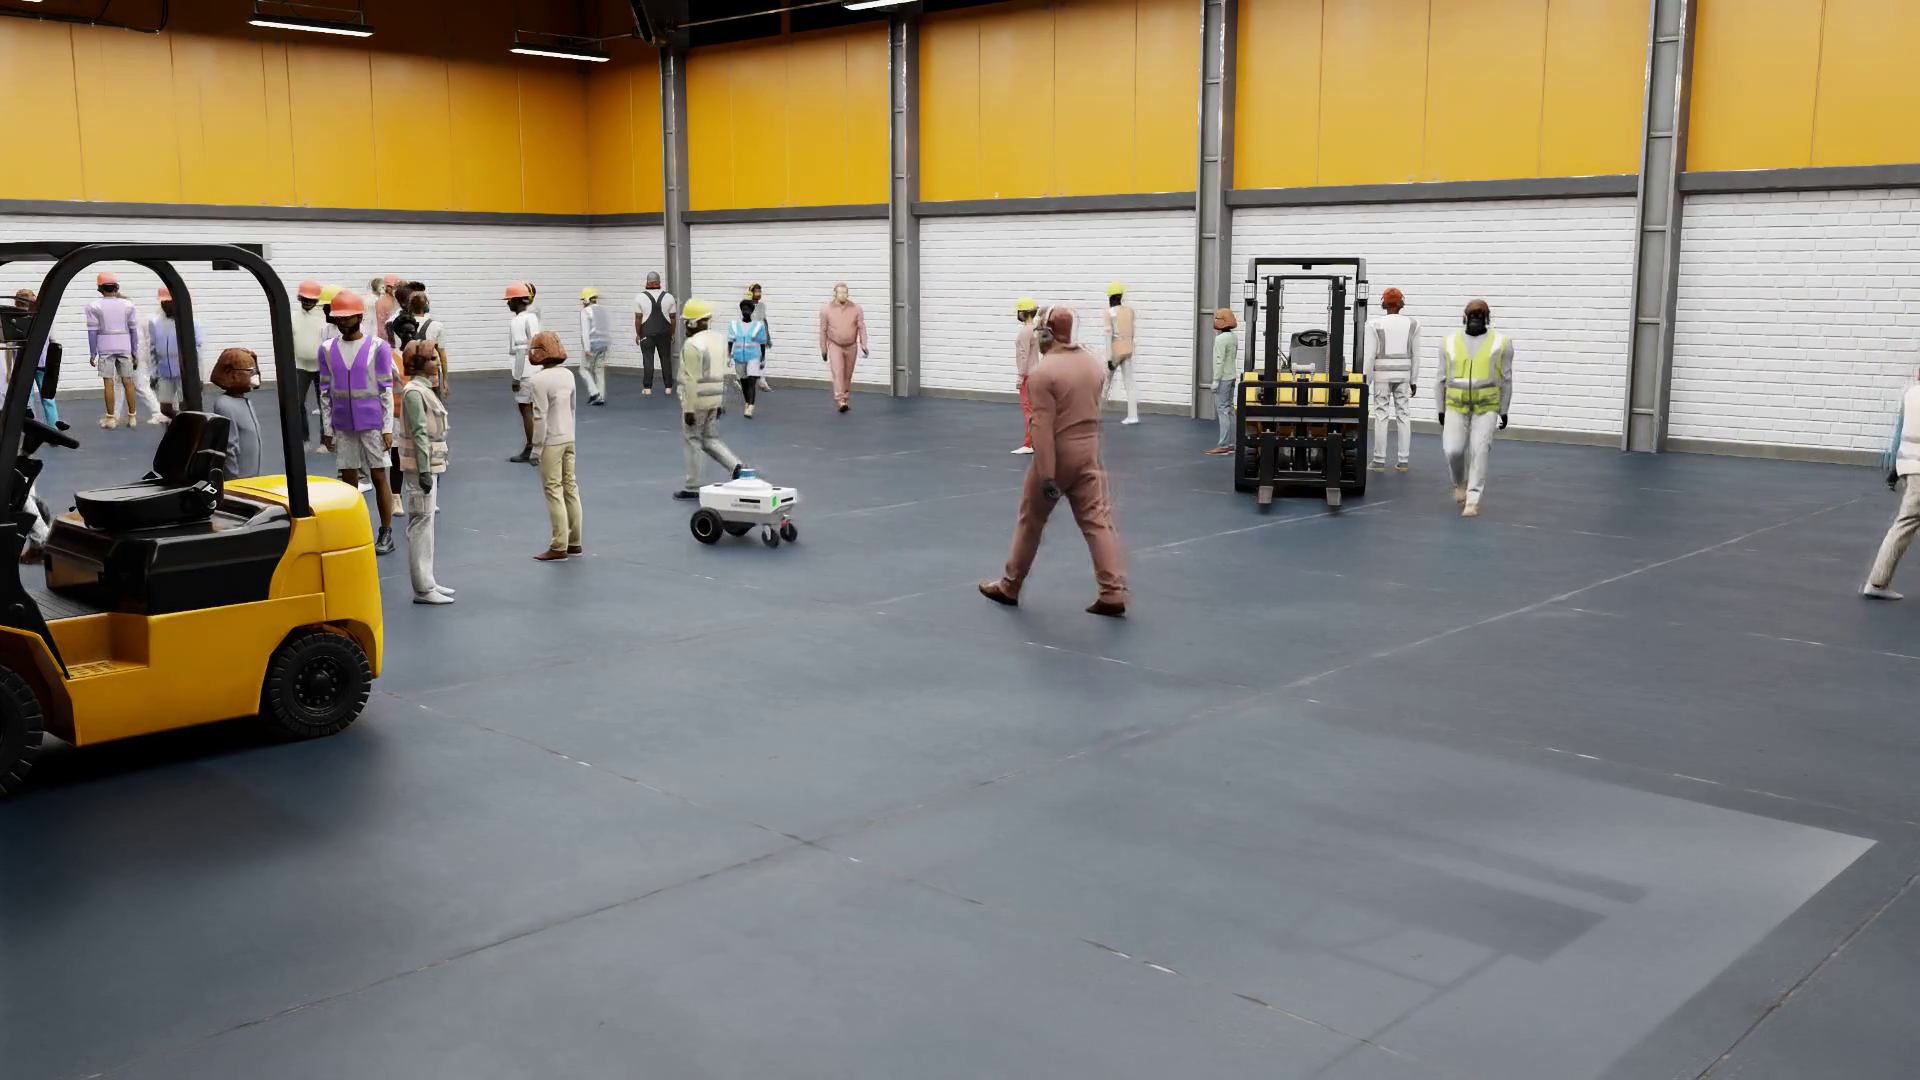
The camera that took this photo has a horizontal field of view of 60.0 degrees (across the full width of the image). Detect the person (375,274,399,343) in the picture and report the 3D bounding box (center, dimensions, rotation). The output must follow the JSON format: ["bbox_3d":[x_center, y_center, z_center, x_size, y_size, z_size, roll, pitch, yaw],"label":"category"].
[{"bbox_3d":[-8.611,-3.022,25.192,0.391,1.991,0.613,1,9,9],"label":"person"}]

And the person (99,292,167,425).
[{"bbox_3d":[-11.019,-2.402,22.069,0.807,1.788,0.648,-1,9,-8],"label":"person"}]

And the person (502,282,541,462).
[{"bbox_3d":[-4.702,-1.799,17.865,0.378,1.932,0.551,1,9,7],"label":"person"}]

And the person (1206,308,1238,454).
[{"bbox_3d":[2.947,-1.773,18.618,0.280,1.636,0.500,5,11,28],"label":"person"}]

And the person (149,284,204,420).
[{"bbox_3d":[-8.412,-1.807,17.932,0.583,1.927,0.615,1,9,3],"label":"person"}]

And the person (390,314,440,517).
[{"bbox_3d":[-4.629,-1.050,14.006,0.535,1.697,0.318,-7,11,-36],"label":"person"}]

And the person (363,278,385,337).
[{"bbox_3d":[-9.665,-3.431,27.918,0.722,1.915,0.655,1,9,4],"label":"person"}]

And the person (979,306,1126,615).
[{"bbox_3d":[0.598,-0.477,10.026,0.644,1.851,1.019,-9,13,-43],"label":"person"}]

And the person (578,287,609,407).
[{"bbox_3d":[-5.509,-2.888,24.976,0.452,1.804,0.601,5,11,30],"label":"person"}]

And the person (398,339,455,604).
[{"bbox_3d":[-3.327,-0.426,10.343,0.311,1.642,0.513,-2,10,-14],"label":"person"}]

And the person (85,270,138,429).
[{"bbox_3d":[-10.985,-2.459,21.573,0.607,2.048,0.366,-9,13,-43],"label":"person"}]

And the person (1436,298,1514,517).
[{"bbox_3d":[4.343,-1.124,14.062,0.631,1.826,0.551,4,10,24],"label":"person"}]

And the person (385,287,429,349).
[{"bbox_3d":[-6.009,-1.803,18.077,0.415,1.876,0.645,3,10,16],"label":"person"}]

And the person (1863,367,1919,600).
[{"bbox_3d":[6.086,-0.411,10.402,0.875,1.590,0.541,0,9,-2],"label":"person"}]

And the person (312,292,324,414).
[{"bbox_3d":[-9.136,-2.678,23.864,0.318,1.739,0.485,5,10,28],"label":"person"}]

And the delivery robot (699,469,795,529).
[{"bbox_3d":[-1.606,-0.295,12.580,0.707,0.478,0.477,4,10,24],"label":"delivery robot"}]

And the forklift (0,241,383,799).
[{"bbox_3d":[-3.706,-0.171,7.093,1.214,2.155,2.313,9,13,43],"label":"forklift"}]

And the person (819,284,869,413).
[{"bbox_3d":[-1.681,-2.773,24.092,0.661,1.855,1.018,-3,10,-17],"label":"person"}]

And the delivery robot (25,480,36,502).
[{"bbox_3d":[-7.609,-0.370,13.038,0.707,0.478,0.477,5,10,26],"label":"delivery robot"}]

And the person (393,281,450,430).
[{"bbox_3d":[-7.037,-2.366,21.378,0.965,1.928,0.606,6,11,34],"label":"person"}]

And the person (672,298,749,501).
[{"bbox_3d":[-2.248,-1.231,14.743,0.648,1.815,0.607,3,10,20],"label":"person"}]

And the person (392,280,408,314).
[{"bbox_3d":[-8.014,-2.852,24.393,0.610,1.924,0.639,1,9,6],"label":"person"}]

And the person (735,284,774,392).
[{"bbox_3d":[-3.493,-3.432,28.210,0.918,1.836,0.531,7,11,36],"label":"person"}]

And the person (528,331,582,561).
[{"bbox_3d":[-2.891,-0.663,11.823,0.280,1.632,0.501,3,10,19],"label":"person"}]

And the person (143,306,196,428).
[{"bbox_3d":[-9.012,-1.968,19.064,0.712,1.885,0.658,6,11,34],"label":"person"}]

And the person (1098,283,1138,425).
[{"bbox_3d":[2.088,-2.503,22.346,0.605,1.881,0.961,-6,11,-33],"label":"person"}]

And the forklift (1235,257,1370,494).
[{"bbox_3d":[3.309,-1.629,16.029,1.214,2.155,2.313,2,9,11],"label":"forklift"}]

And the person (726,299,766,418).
[{"bbox_3d":[-2.982,-2.534,23.250,0.536,1.652,0.886,1,9,8],"label":"person"}]

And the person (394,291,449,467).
[{"bbox_3d":[-5.569,-1.649,17.221,0.517,1.843,0.325,-2,10,-15],"label":"person"}]

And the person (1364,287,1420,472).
[{"bbox_3d":[4.403,-1.631,17.003,0.574,1.881,0.357,-1,9,-4],"label":"person"}]

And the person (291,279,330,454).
[{"bbox_3d":[-7.226,-1.917,18.527,0.644,1.950,0.637,-1,9,-4],"label":"person"}]

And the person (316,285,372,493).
[{"bbox_3d":[-5.696,-1.384,15.345,0.593,1.925,0.384,6,11,32],"label":"person"}]

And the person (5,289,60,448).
[{"bbox_3d":[-10.690,-1.967,19.179,0.568,1.840,0.374,-9,13,-44],"label":"person"}]

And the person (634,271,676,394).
[{"bbox_3d":[-5.070,-3.440,27.605,0.689,2.000,0.537,-4,10,-21],"label":"person"}]

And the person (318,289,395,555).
[{"bbox_3d":[-4.350,-0.836,12.000,0.539,1.930,0.387,0,9,1],"label":"person"}]

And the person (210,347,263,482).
[{"bbox_3d":[-4.071,-0.273,9.429,0.270,1.632,0.504,-2,9,-11],"label":"person"}]

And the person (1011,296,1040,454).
[{"bbox_3d":[0.752,-1.843,18.646,0.305,1.771,0.525,3,10,18],"label":"person"}]

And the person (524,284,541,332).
[{"bbox_3d":[-6.307,-2.833,24.501,0.314,1.840,0.649,-4,10,-21],"label":"person"}]

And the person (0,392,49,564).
[{"bbox_3d":[-6.856,-0.732,11.526,1.088,1.869,0.637,-2,9,-11],"label":"person"}]
